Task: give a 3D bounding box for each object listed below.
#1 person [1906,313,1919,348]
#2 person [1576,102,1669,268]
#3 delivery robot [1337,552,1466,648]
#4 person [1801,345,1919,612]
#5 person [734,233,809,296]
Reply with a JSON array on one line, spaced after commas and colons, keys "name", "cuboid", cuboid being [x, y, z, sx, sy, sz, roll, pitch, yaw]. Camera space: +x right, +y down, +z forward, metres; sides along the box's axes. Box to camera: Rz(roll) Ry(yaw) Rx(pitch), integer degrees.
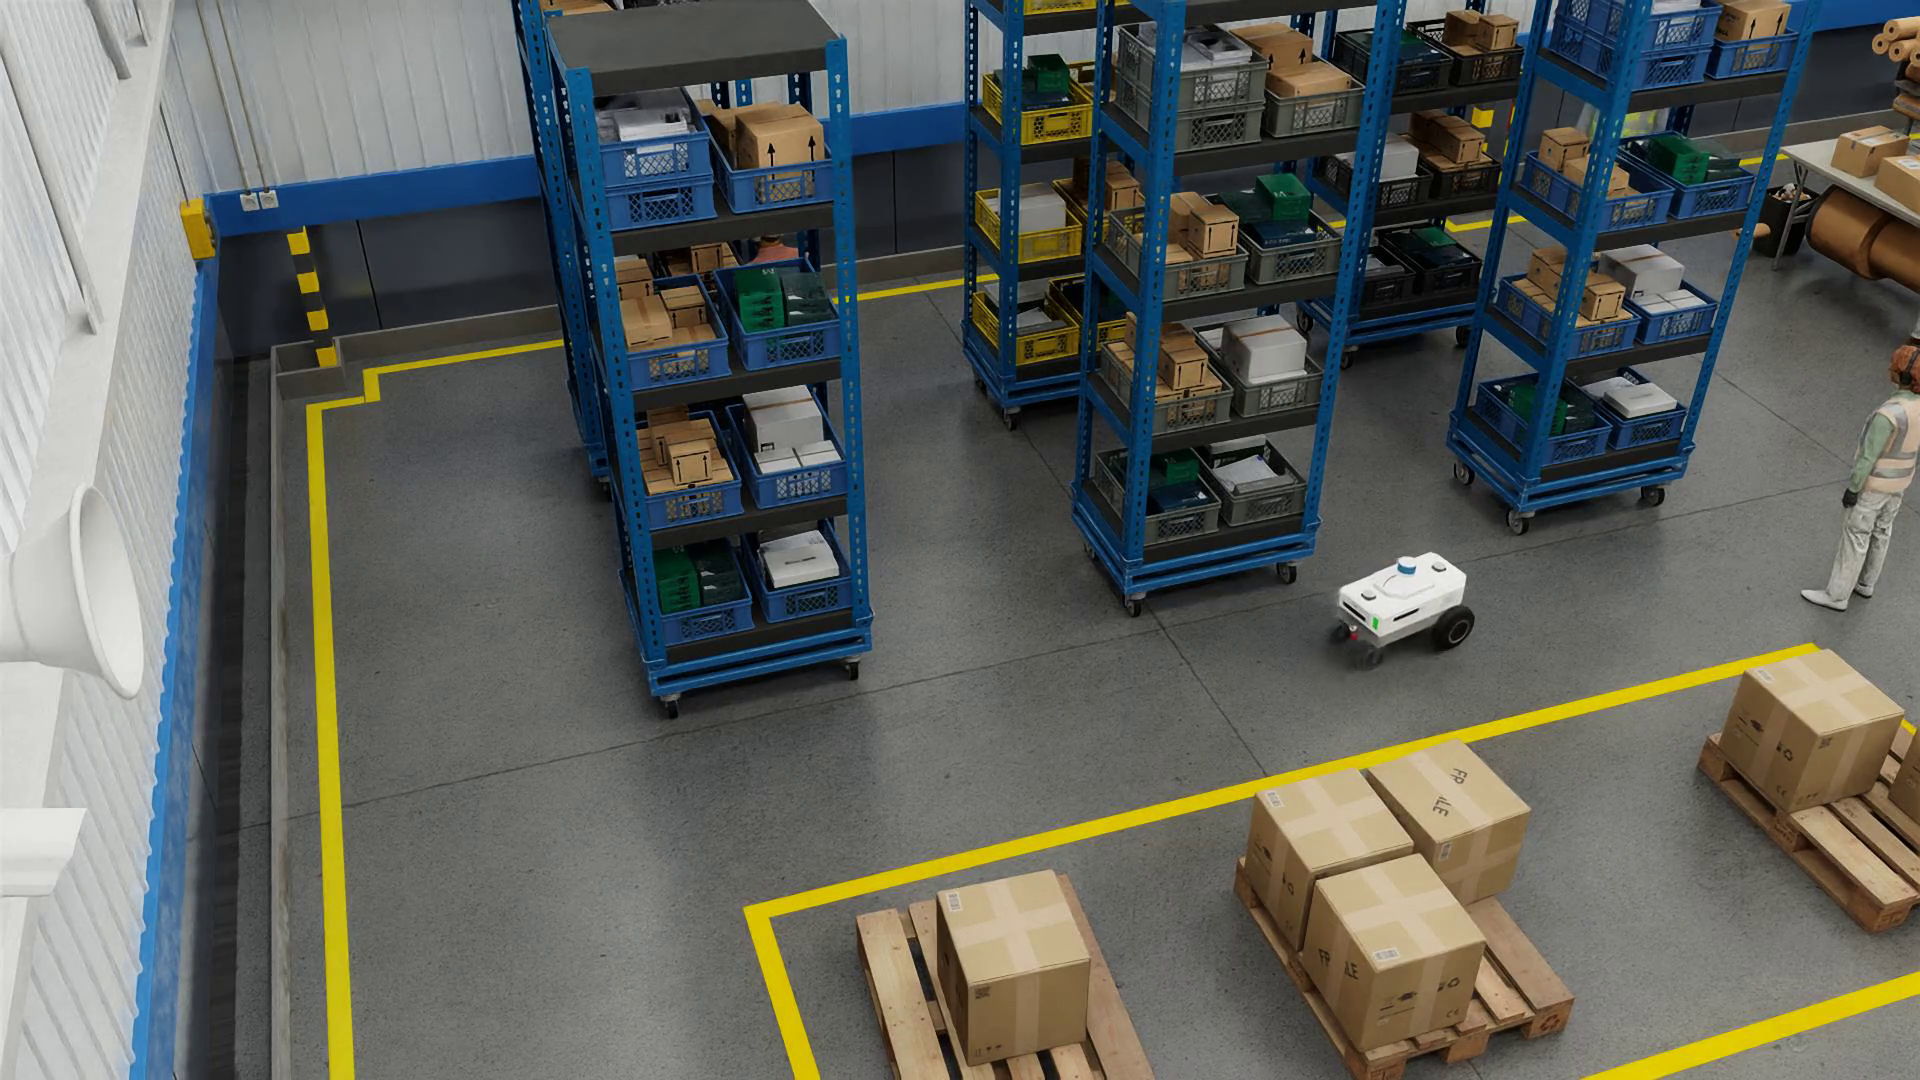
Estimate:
[{"name": "person", "cuboid": [7.132, -2.117, 11.609, 0.371, 1.930, 0.629, 4, 35, 6]}, {"name": "person", "cuboid": [5.158, -3.077, 13.089, 0.663, 1.799, 0.907, 20, 40, 26]}, {"name": "delivery robot", "cuboid": [2.457, 0.315, 9.262, 0.707, 0.478, 0.477, -19, 39, -24]}, {"name": "person", "cuboid": [5.155, -0.340, 9.342, 0.516, 1.633, 0.317, -21, 40, -27]}, {"name": "person", "cuboid": [-1.135, -1.178, 10.231, 0.629, 1.979, 0.410, -27, 43, -32]}]
